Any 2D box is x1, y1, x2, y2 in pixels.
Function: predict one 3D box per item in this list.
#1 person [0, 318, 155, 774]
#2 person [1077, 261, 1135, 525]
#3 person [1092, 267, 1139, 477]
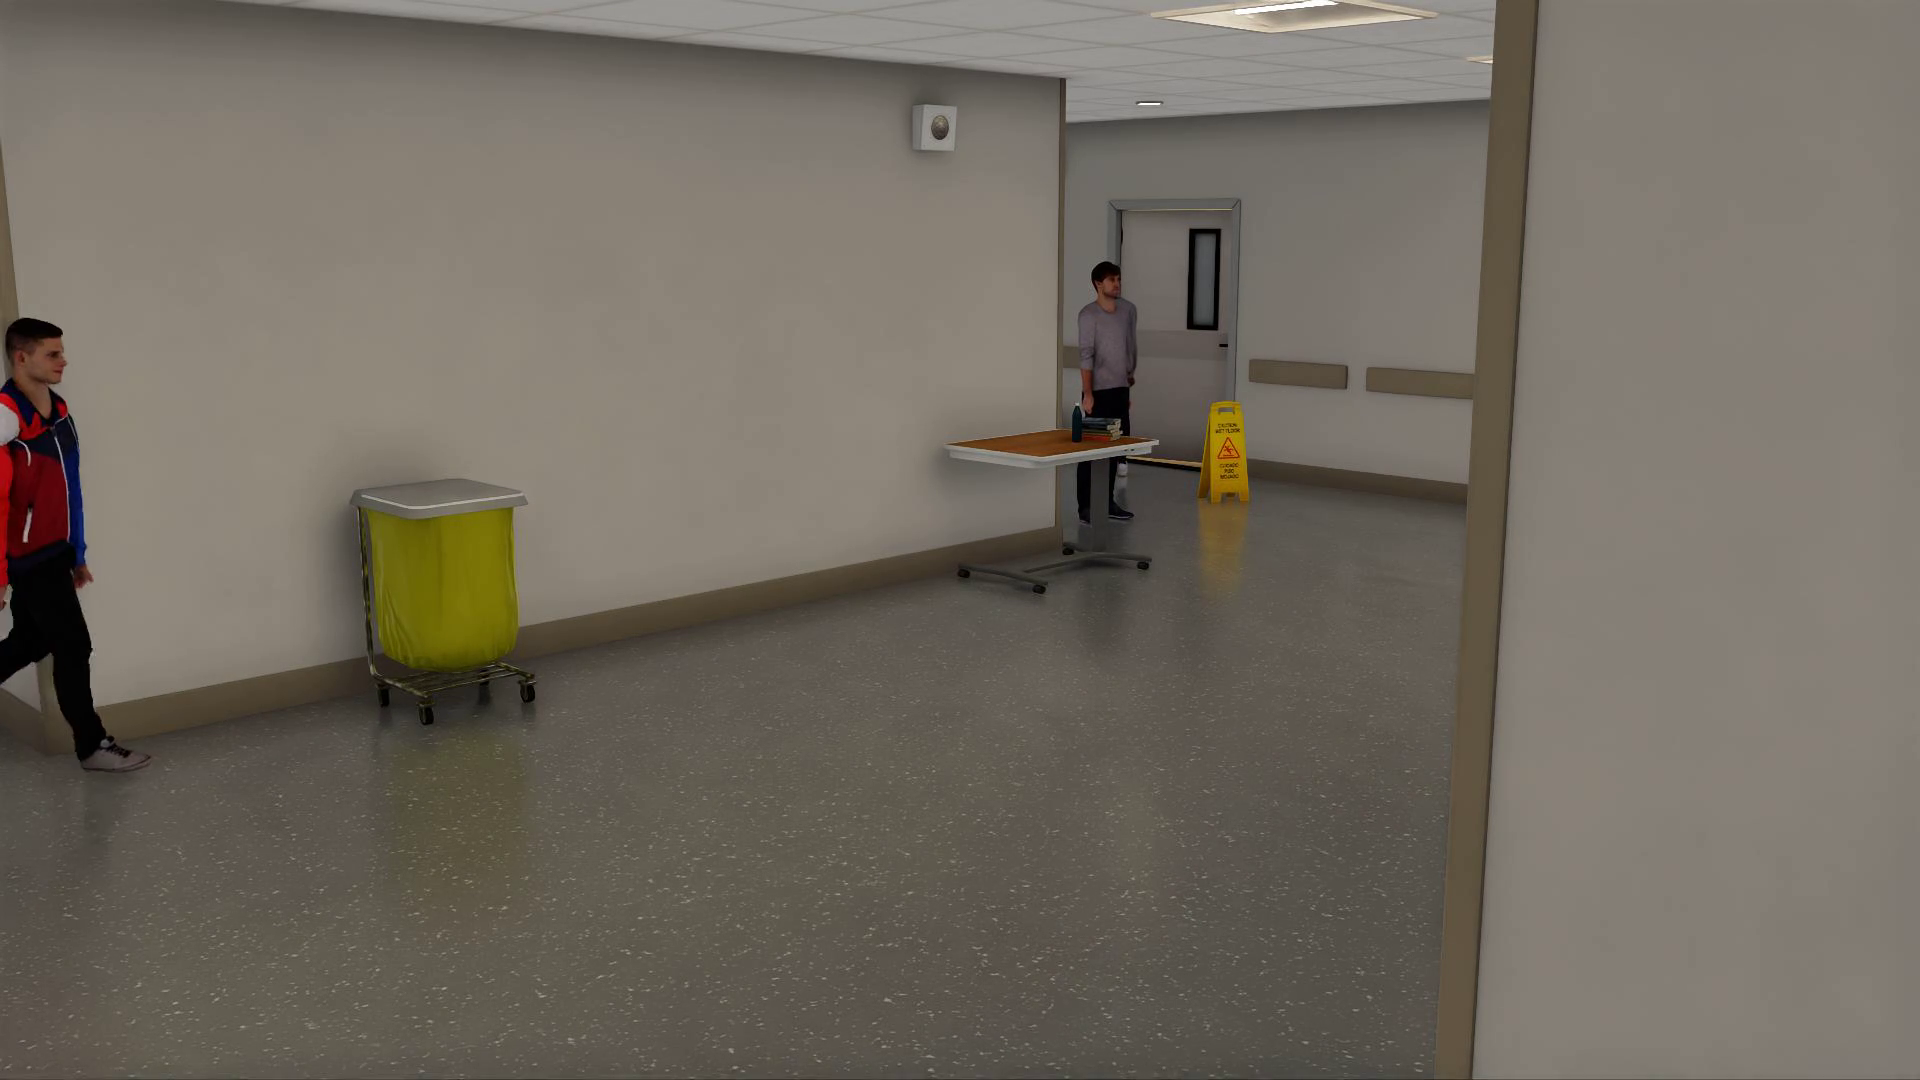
[{"bbox_3d":[-3.582,0.062,6.284,1.198,1.720,1.124,0,11,2],"label":"person"},{"bbox_3d":[1.025,-1.053,11.828,0.546,1.843,0.675,9,14,40],"label":"person"},{"bbox_3d":[1.257,-1.421,13.957,0.701,1.773,0.731,-2,11,-8],"label":"person"}]
